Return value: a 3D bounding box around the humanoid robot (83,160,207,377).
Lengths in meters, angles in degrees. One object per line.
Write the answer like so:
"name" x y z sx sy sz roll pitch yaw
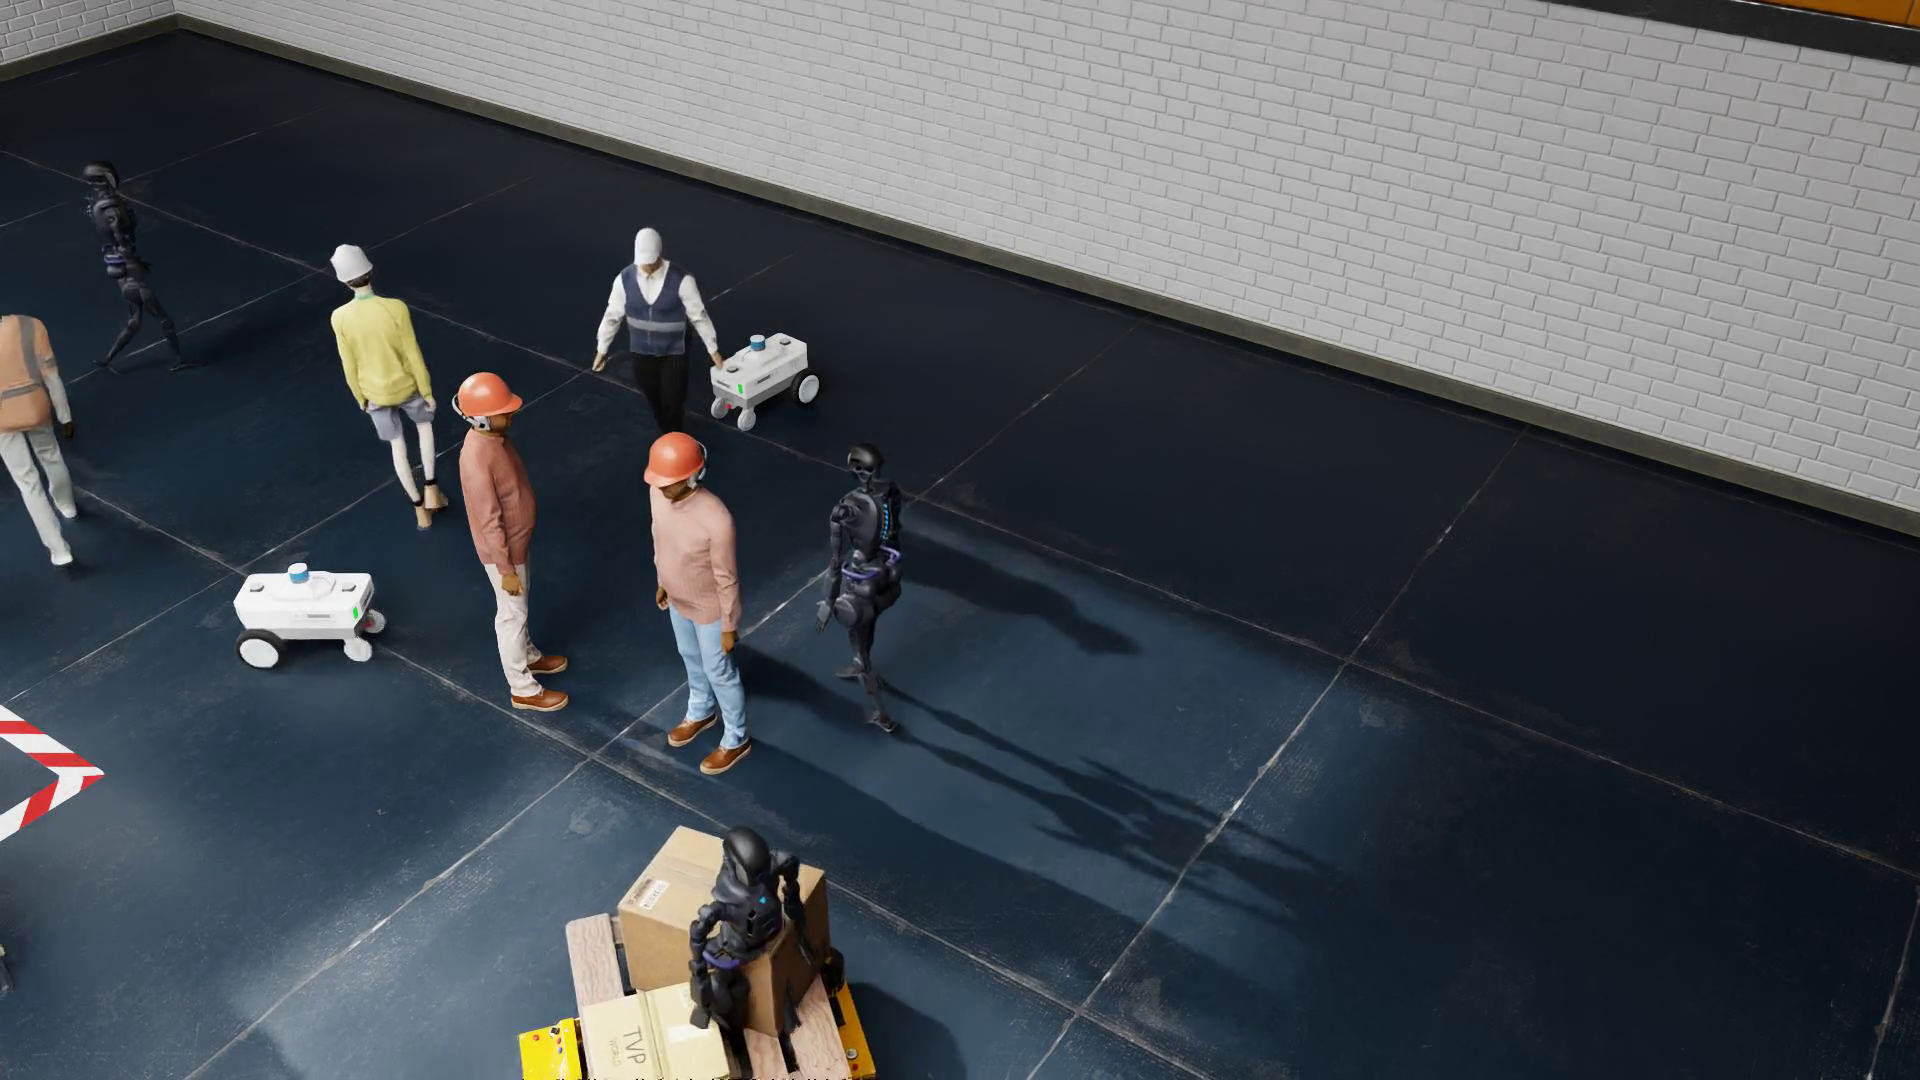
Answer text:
"humanoid robot" -5.951 -1.900 11.798 0.730 1.650 0.602 -16 38 -22

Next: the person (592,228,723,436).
"person" -1.939 -1.183 10.665 0.818 1.741 0.527 4 35 6

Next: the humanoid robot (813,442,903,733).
"humanoid robot" -0.520 0.235 8.728 0.606 1.642 0.621 24 42 30

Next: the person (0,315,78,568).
"person" -5.627 -0.755 9.950 0.585 1.881 0.950 -25 42 -31

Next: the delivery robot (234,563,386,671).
"delivery robot" -3.699 0.396 9.440 0.780 0.586 0.499 0 35 0

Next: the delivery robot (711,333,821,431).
"delivery robot" -1.390 -1.154 11.669 0.499 0.601 0.802 25 42 32

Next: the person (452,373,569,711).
"person" -2.370 0.007 8.750 0.376 1.995 0.608 -5 35 -7

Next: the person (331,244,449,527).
"person" -3.486 -0.921 10.186 0.506 1.870 0.450 -6 35 -9

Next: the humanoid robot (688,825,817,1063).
"humanoid robot" -0.830 1.690 6.633 0.615 1.631 0.545 -30 45 -35

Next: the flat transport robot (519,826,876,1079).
"flat transport robot" -1.134 2.193 7.130 1.431 0.231 0.659 -10 36 -14

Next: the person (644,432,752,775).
"person" -1.325 0.308 8.331 0.403 1.986 0.615 -28 44 -34
